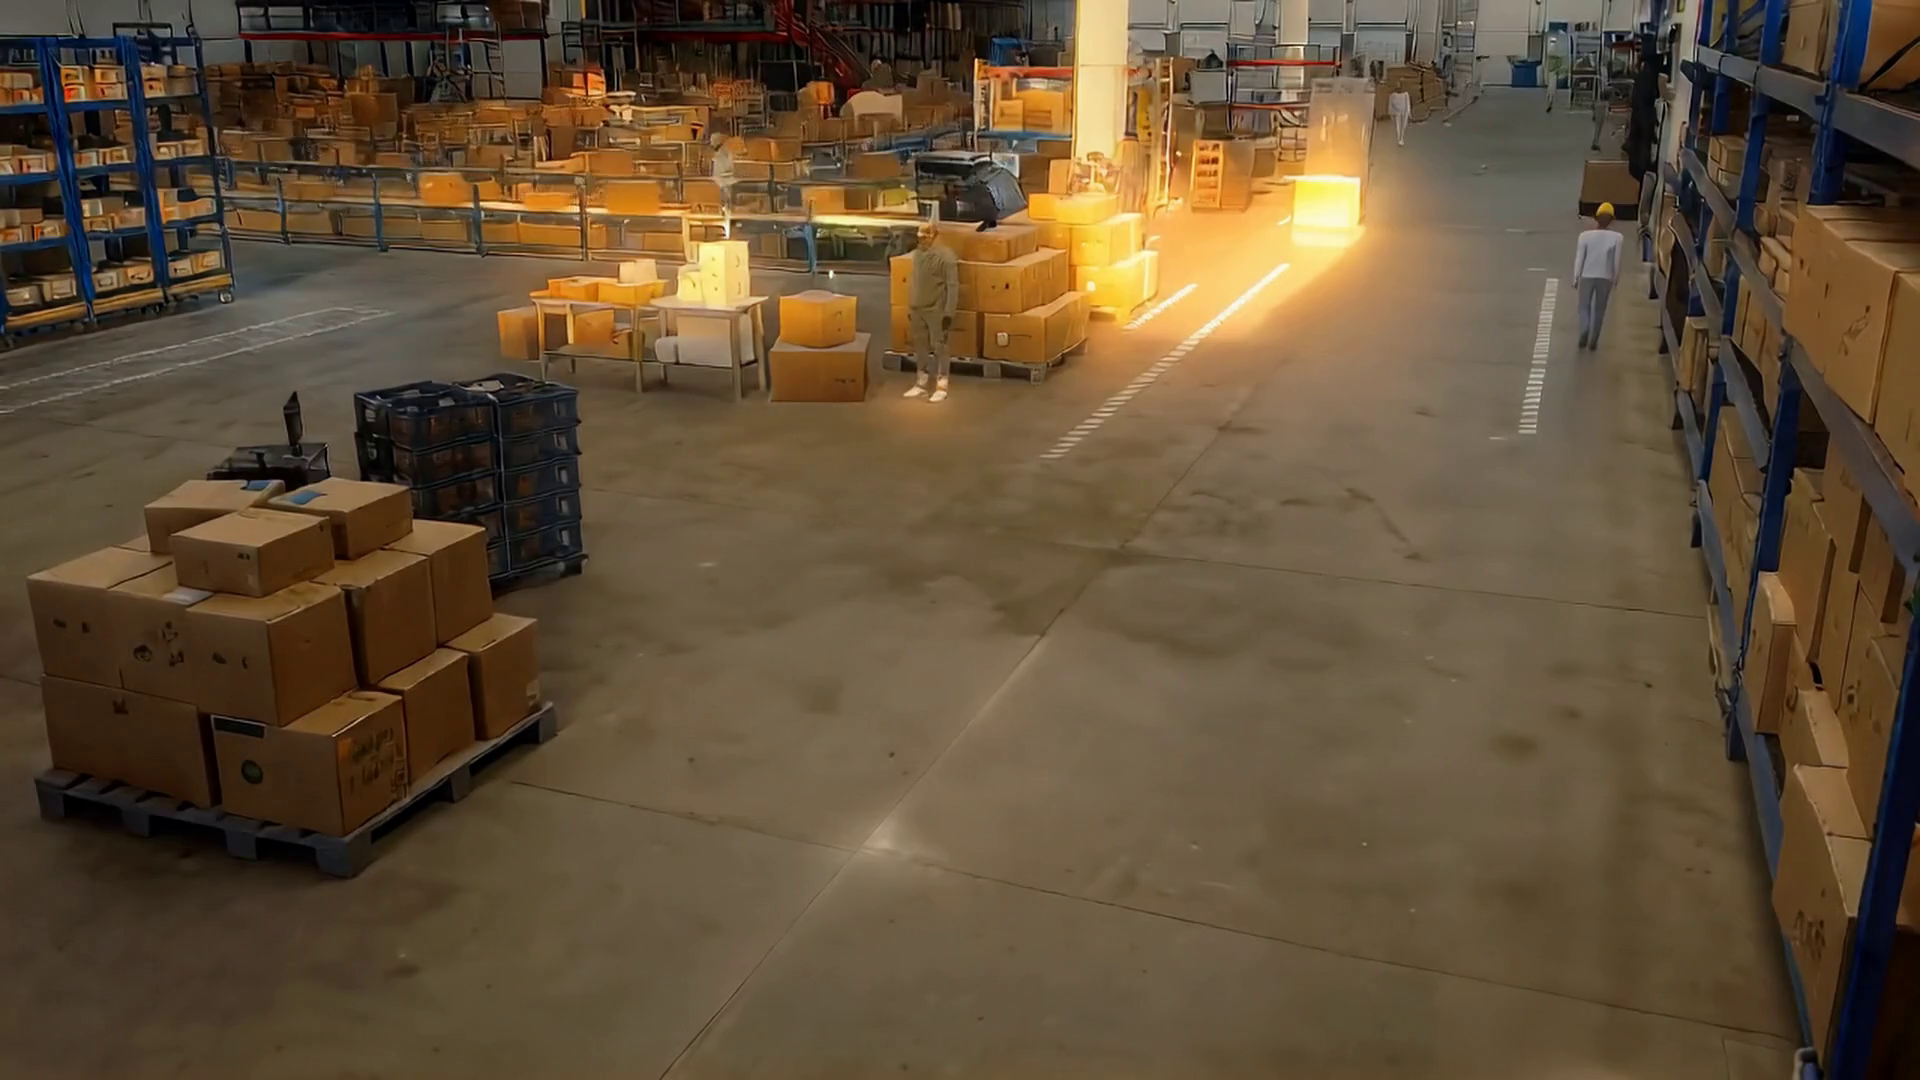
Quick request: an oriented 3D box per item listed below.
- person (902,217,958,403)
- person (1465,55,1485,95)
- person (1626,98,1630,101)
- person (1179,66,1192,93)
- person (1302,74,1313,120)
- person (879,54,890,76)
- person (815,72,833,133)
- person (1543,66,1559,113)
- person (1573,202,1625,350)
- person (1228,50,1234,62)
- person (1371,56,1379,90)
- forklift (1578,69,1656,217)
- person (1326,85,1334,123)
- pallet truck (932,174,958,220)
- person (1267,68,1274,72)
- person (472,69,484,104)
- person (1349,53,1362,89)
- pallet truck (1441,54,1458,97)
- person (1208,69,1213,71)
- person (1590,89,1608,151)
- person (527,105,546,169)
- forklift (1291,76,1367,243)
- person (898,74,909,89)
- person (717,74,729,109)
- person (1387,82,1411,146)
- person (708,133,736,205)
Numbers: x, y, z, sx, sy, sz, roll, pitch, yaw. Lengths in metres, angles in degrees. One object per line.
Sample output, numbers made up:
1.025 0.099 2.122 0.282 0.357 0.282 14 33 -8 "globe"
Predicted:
-0.330 -2.384 17.239 0.639 1.902 0.407 15 23 40 "person"
24.988 -22.454 80.320 1.005 1.896 0.645 -4 18 -11 "person"
29.837 -20.205 73.005 0.683 2.000 0.980 -12 21 -34 "person"
8.440 -16.689 62.122 0.552 1.937 0.356 -10 20 -29 "person"
11.650 -14.774 56.219 0.694 1.878 0.375 3 18 10 "person"
-3.671 -22.548 80.546 0.539 1.923 0.490 -1 18 -3 "person"
-4.517 -14.532 55.255 0.611 1.995 0.377 1 18 3 "person"
23.594 -18.001 66.442 0.518 1.820 0.980 6 19 19 "person"
7.605 -3.138 19.834 0.528 1.753 0.372 7 19 20 "person"
14.975 -26.263 92.362 0.429 1.842 0.629 0 18 2 "person"
19.484 -21.731 78.058 0.355 1.883 0.574 -3 18 -8 "person"
13.219 -7.740 32.475 1.873 2.768 1.129 6 19 18 "forklift"
12.845 -15.218 57.929 0.547 1.681 0.612 -1 18 -3 "person"
-0.507 -5.292 27.348 0.653 1.274 1.630 6 19 19 "pallet truck"
11.316 -16.152 60.466 0.618 1.932 0.954 -12 21 -34 "person"
-19.115 -17.667 65.561 0.782 1.713 0.508 5 18 15 "person"
20.559 -24.376 86.457 0.984 1.847 0.585 -14 22 -37 "person"
22.765 -21.886 78.355 0.823 1.965 1.885 -4 18 -14 "pallet truck"
8.458 -15.045 56.846 0.905 2.008 0.612 10 20 30 "person"
18.571 -12.188 48.276 0.341 1.757 0.525 0 18 -1 "person"
-10.806 -10.254 42.416 0.494 1.624 0.282 7 19 20 "person"
6.598 -6.755 29.381 1.129 2.768 1.873 6 19 19 "forklift"
-1.949 -15.713 59.333 0.975 1.766 0.623 -8 19 -24 "person"
-7.828 -14.373 54.844 0.352 1.940 0.545 5 18 16 "person"
13.163 -12.777 49.921 0.674 1.882 0.407 5 18 14 "person"
-4.471 -6.648 30.842 0.874 1.770 0.653 0 18 -1 "person"
